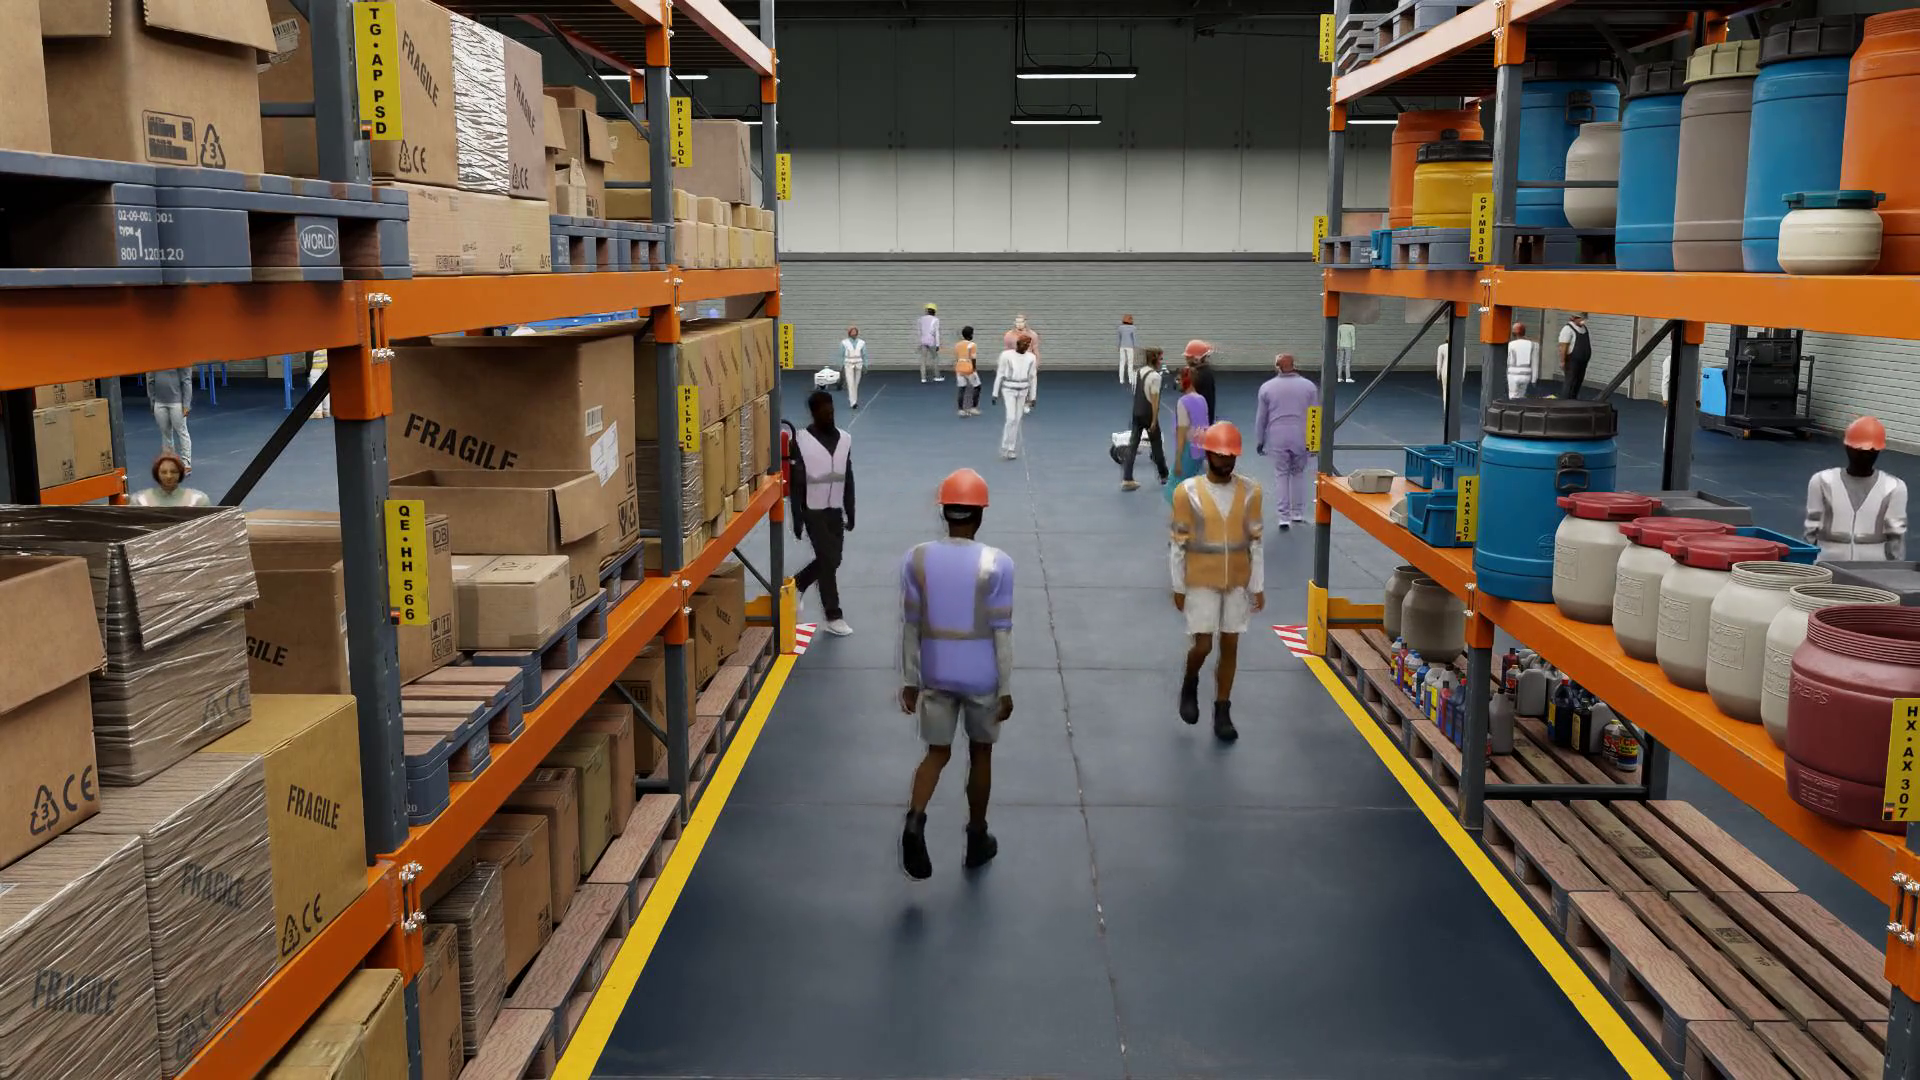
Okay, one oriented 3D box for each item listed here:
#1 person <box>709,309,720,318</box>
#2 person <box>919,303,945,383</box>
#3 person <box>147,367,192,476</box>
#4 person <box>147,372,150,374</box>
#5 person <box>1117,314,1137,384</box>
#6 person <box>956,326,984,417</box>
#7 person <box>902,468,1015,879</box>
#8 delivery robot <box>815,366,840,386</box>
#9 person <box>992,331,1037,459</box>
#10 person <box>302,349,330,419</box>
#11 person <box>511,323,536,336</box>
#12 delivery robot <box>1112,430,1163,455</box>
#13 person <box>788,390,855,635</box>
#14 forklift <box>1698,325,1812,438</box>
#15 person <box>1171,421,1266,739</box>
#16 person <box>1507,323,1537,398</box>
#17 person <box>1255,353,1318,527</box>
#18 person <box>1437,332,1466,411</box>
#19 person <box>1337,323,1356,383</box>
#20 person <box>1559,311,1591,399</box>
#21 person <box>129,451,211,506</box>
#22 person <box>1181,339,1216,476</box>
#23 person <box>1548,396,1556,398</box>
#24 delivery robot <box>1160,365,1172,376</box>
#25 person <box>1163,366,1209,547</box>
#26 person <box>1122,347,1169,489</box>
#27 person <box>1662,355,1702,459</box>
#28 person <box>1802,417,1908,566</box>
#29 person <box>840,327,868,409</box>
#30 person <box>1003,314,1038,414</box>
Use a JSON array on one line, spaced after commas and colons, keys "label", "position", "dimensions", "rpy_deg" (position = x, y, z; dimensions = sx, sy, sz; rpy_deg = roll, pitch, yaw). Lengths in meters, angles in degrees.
[{"label": "person", "position": [-4.906, -3.654, 33.254], "dimensions": [0.615, 1.931, 0.439], "rpy_deg": [-3, 10, -19]}, {"label": "person", "position": [-0.694, -4.678, 39.534], "dimensions": [0.621, 1.871, 0.890], "rpy_deg": [5, 11, 29]}, {"label": "person", "position": [-10.582, -1.825, 22.283], "dimensions": [0.630, 1.940, 0.372], "rpy_deg": [2, 10, 11]}, {"label": "person", "position": [-15.140, -3.327, 31.574], "dimensions": [0.477, 1.848, 0.498], "rpy_deg": [2, 10, 12]}, {"label": "person", "position": [3.948, -4.519, 39.330], "dimensions": [0.501, 1.632, 0.287], "rpy_deg": [5, 11, 28]}, {"label": "person", "position": [0.192, -3.110, 30.723], "dimensions": [0.621, 1.672, 0.558], "rpy_deg": [-9, 13, -42]}, {"label": "person", "position": [-0.032, 0.631, 7.684], "dimensions": [0.542, 1.909, 0.757], "rpy_deg": [3, 10, 20]}, {"label": "delivery robot", "position": [-2.969, -3.646, 37.171], "dimensions": [0.477, 0.478, 0.707], "rpy_deg": [3, 10, 19]}, {"label": "person", "position": [0.815, -2.096, 24.142], "dimensions": [0.654, 1.855, 0.564], "rpy_deg": [-4, 10, -23]}, {"label": "person", "position": [-11.858, -3.163, 30.597], "dimensions": [0.430, 1.841, 0.623], "rpy_deg": [2, 10, 12]}, {"label": "person", "position": [-8.032, -3.194, 30.578], "dimensions": [0.409, 1.909, 0.640], "rpy_deg": [5, 11, 27]}, {"label": "delivery robot", "position": [2.549, -1.424, 23.862], "dimensions": [0.707, 0.478, 0.477], "rpy_deg": [0, 10, -1]}, {"label": "person", "position": [-1.120, -0.241, 12.984], "dimensions": [0.782, 1.888, 0.606], "rpy_deg": [9, 13, 43]}, {"label": "forklift", "position": [13.248, -3.165, 27.620], "dimensions": [1.129, 2.768, 1.873], "rpy_deg": [0, 9, 1]}, {"label": "person", "position": [1.548, 0.239, 9.986], "dimensions": [0.552, 1.924, 0.445], "rpy_deg": [-2, 10, -10]}, {"label": "person", "position": [9.158, -2.645, 27.450], "dimensions": [0.595, 1.854, 0.759], "rpy_deg": [-1, 10, -7]}, {"label": "person", "position": [3.546, -1.080, 18.048], "dimensions": [0.664, 1.865, 0.778], "rpy_deg": [1, 10, 4]}, {"label": "person", "position": [9.064, -3.077, 30.705], "dimensions": [0.526, 1.615, 0.389], "rpy_deg": [3, 10, 20]}, {"label": "person", "position": [9.228, -4.584, 39.721], "dimensions": [0.269, 1.632, 0.504], "rpy_deg": [-8, 12, -39]}, {"label": "person", "position": [11.848, -3.485, 32.046], "dimensions": [0.873, 2.000, 0.641], "rpy_deg": [-7, 12, -37]}, {"label": "person", "position": [-5.257, 0.195, 11.138], "dimensions": [0.522, 1.617, 0.613], "rpy_deg": [-3, 10, -19]}, {"label": "person", "position": [2.797, -1.321, 19.151], "dimensions": [0.571, 1.973, 0.631], "rpy_deg": [4, 10, 24]}, {"label": "person", "position": [4.952, -0.334, 13.982], "dimensions": [0.537, 1.724, 0.866], "rpy_deg": [2, 10, 11]}, {"label": "delivery robot", "position": [4.598, -3.814, 37.405], "dimensions": [0.335, 0.223, 0.698], "rpy_deg": [4, 10, 22]}, {"label": "person", "position": [2.267, -0.816, 16.548], "dimensions": [0.429, 1.830, 0.606], "rpy_deg": [5, 11, 29]}, {"label": "person", "position": [2.415, -1.551, 21.104], "dimensions": [0.981, 1.782, 0.495], "rpy_deg": [-8, 12, -40]}, {"label": "person", "position": [10.488, -2.084, 24.146], "dimensions": [0.601, 1.830, 0.404], "rpy_deg": [-1, 10, -8]}, {"label": "person", "position": [5.452, 0.212, 10.160], "dimensions": [0.564, 1.909, 0.734], "rpy_deg": [4, 10, 24]}, {"label": "person", "position": [-2.043, -3.341, 32.354], "dimensions": [0.541, 1.591, 0.831], "rpy_deg": [-3, 10, -19]}, {"label": "person", "position": [1.118, -3.250, 30.962], "dimensions": [0.668, 1.888, 0.435], "rpy_deg": [1, 9, 3]}]
